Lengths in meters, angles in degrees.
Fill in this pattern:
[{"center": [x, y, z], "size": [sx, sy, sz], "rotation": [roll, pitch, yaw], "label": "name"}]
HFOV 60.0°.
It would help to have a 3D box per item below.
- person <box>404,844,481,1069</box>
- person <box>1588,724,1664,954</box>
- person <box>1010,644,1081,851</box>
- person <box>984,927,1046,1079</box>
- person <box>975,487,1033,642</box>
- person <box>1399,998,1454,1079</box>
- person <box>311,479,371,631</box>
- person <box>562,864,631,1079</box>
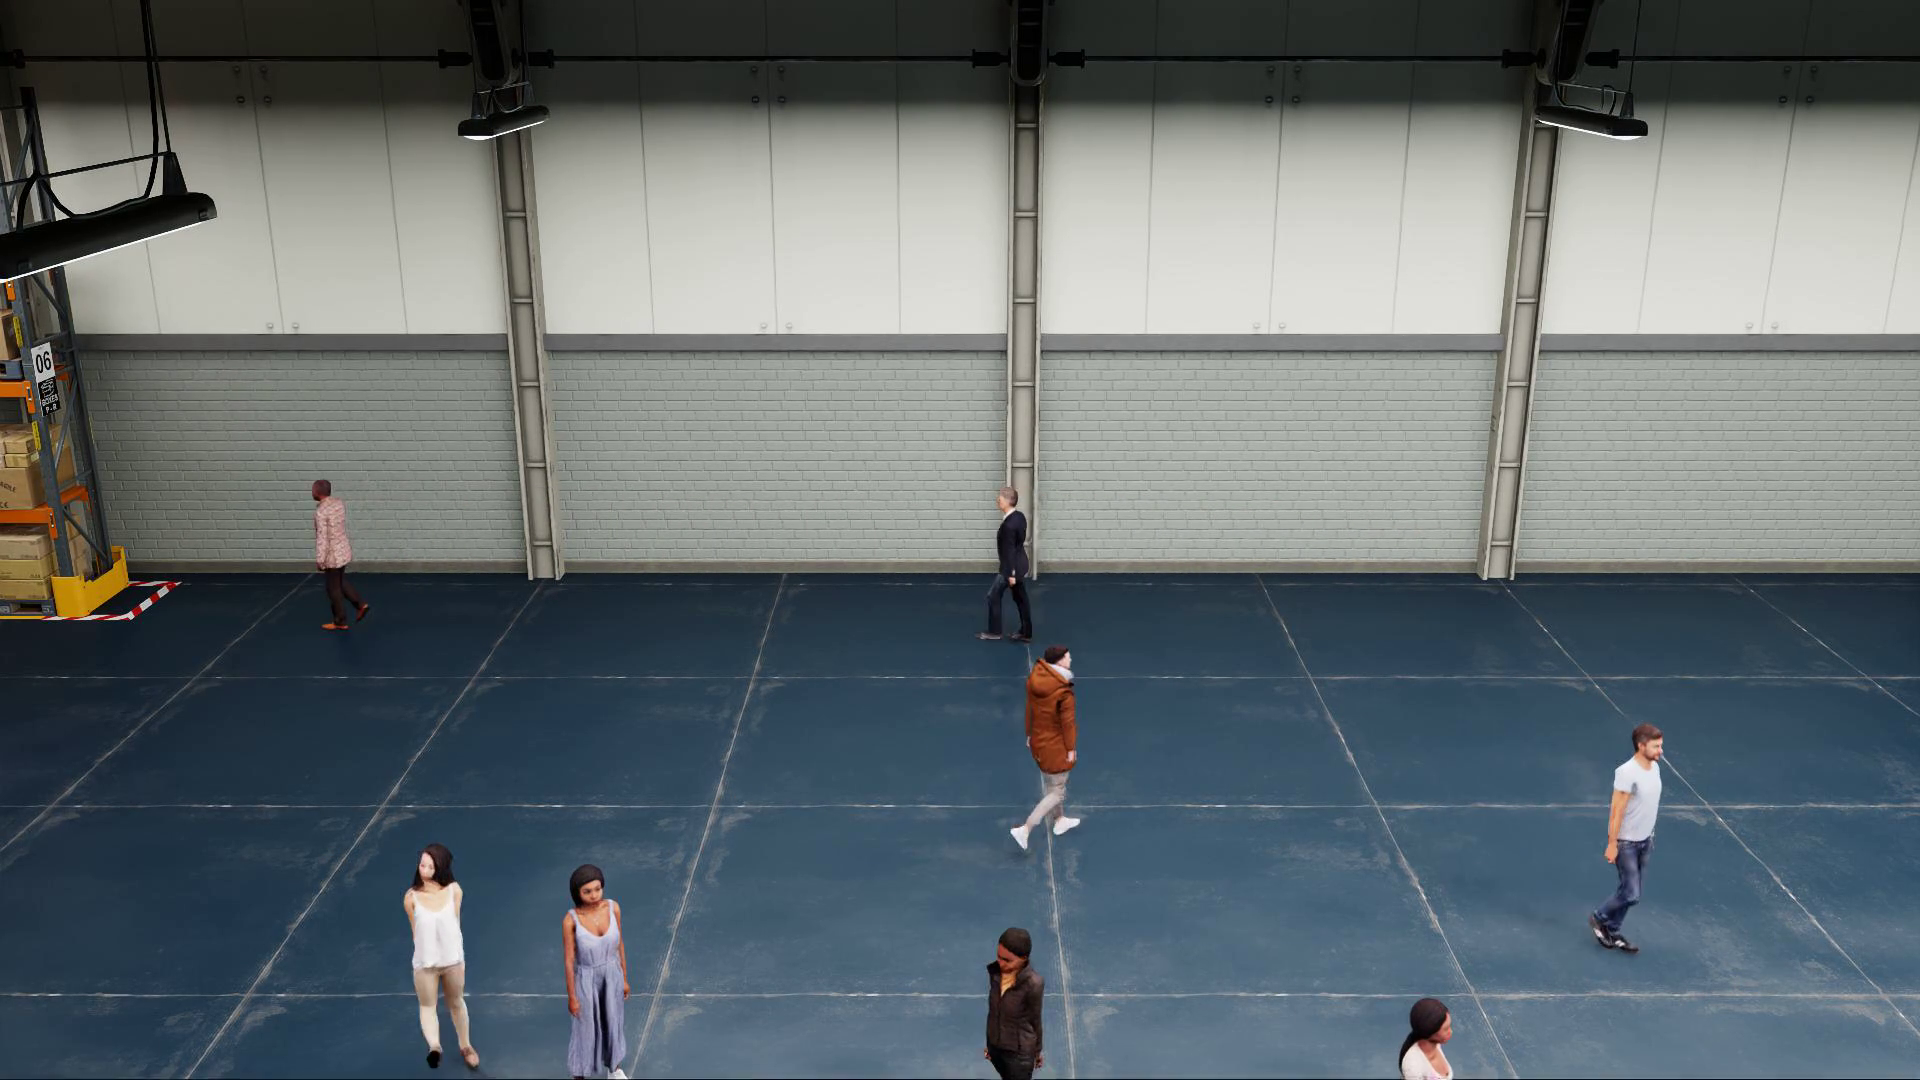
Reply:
[{"center": [-3.421, 2.830, 11.055], "size": [0.826, 1.655, 0.839], "rotation": [4, 18, 12], "label": "person"}, {"center": [4.980, 2.233, 12.566], "size": [0.785, 1.855, 0.857], "rotation": [-14, 23, -36], "label": "person"}, {"center": [0.721, 1.770, 14.062], "size": [1.209, 1.809, 1.076], "rotation": [-13, 22, -34], "label": "person"}, {"center": [0.208, 3.145, 10.106], "size": [1.069, 1.646, 1.044], "rotation": [-12, 22, -33], "label": "person"}, {"center": [0.667, 0.293, 18.625], "size": [0.966, 1.792, 0.841], "rotation": [7, 19, 20], "label": "person"}, {"center": [2.560, 3.337, 9.360], "size": [0.681, 1.742, 0.670], "rotation": [9, 20, 26], "label": "person"}, {"center": [-7.061, 0.174, 18.991], "size": [0.827, 1.793, 0.783], "rotation": [3, 18, 10], "label": "person"}, {"center": [-2.368, 2.882, 10.831], "size": [0.625, 1.695, 0.717], "rotation": [-13, 22, -34], "label": "person"}]
